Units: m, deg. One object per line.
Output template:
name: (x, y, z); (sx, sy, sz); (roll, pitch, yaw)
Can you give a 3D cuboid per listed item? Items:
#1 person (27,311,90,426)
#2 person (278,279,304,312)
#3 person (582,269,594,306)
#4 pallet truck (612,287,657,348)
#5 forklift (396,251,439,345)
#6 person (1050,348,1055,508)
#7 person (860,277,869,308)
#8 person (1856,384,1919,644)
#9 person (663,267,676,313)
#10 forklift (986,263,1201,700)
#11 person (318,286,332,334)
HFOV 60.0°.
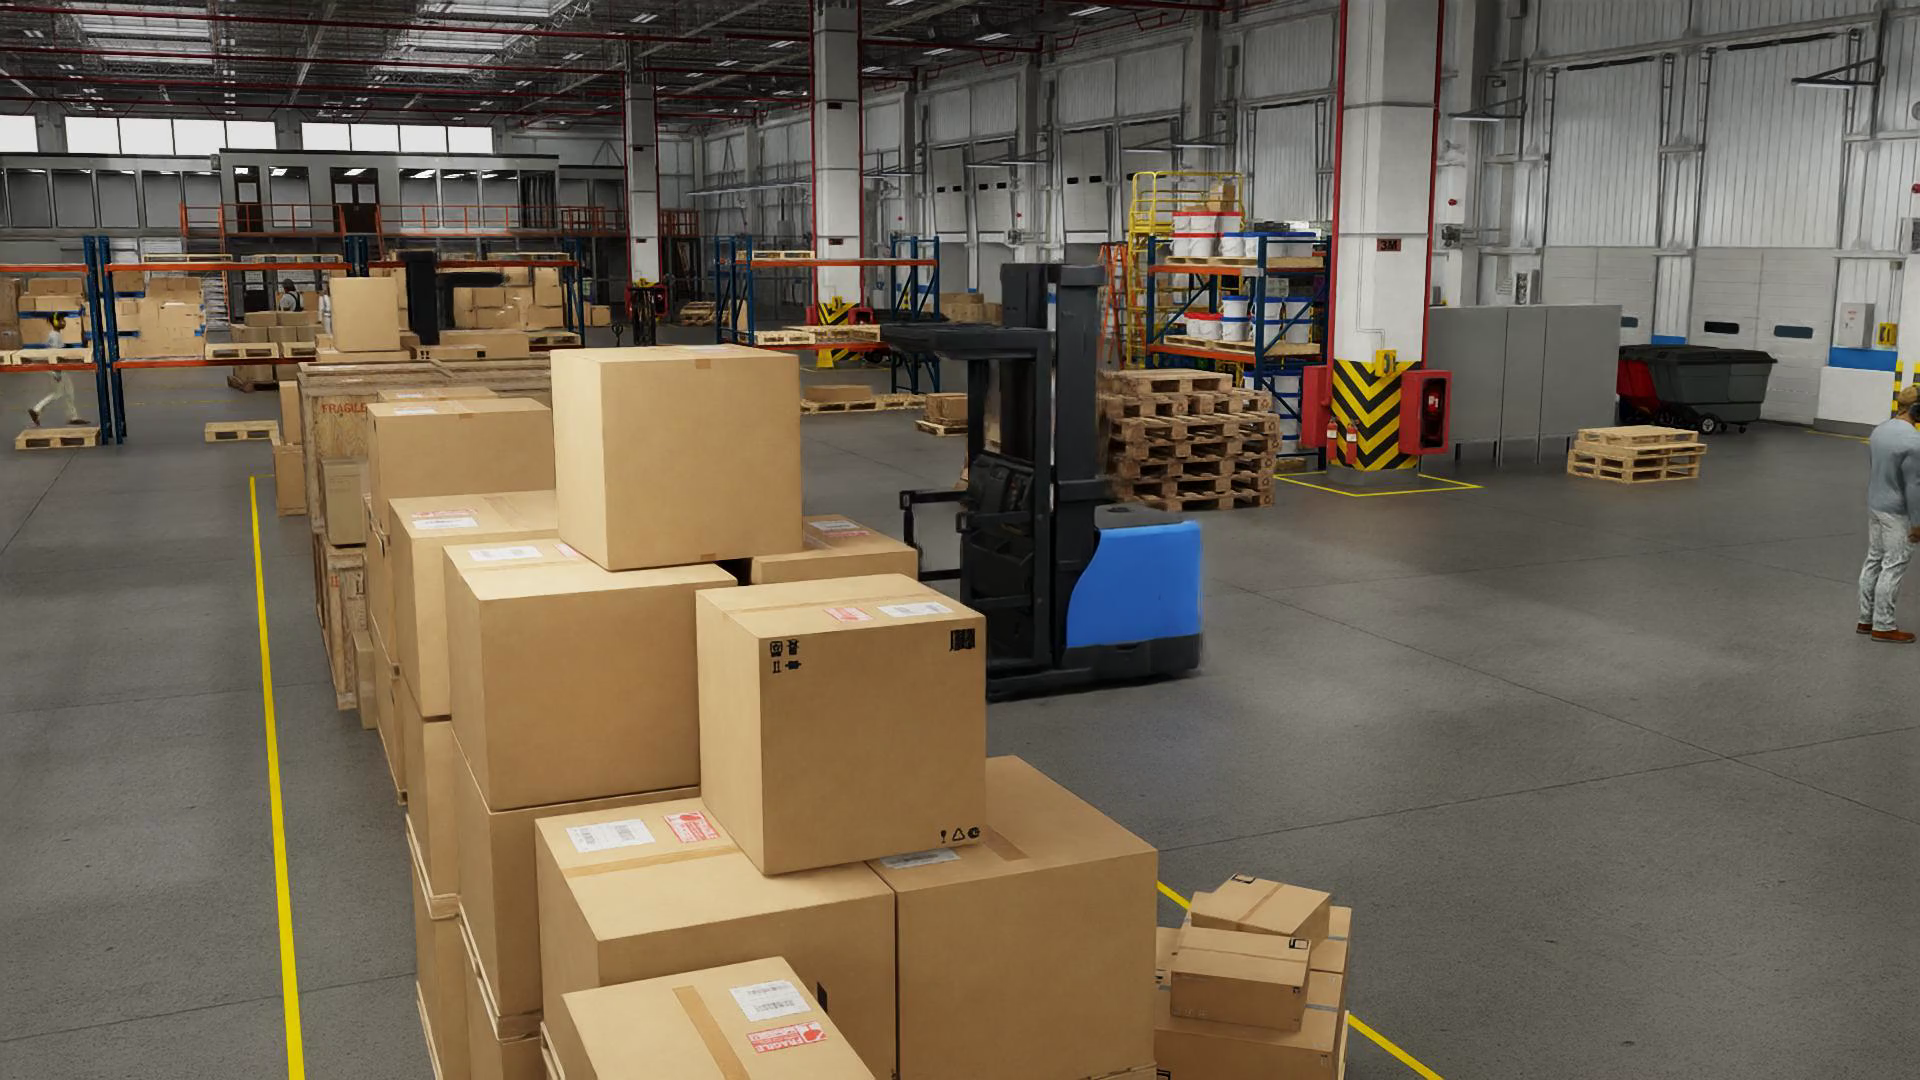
person: (-14.487, -2.728, 26.603); (0.802, 1.848, 0.520); (-5, 11, -24)
person: (-16.195, -5.295, 40.185); (0.539, 2.000, 0.689); (2, 11, 13)
person: (-13.265, -8.695, 59.304); (0.582, 1.911, 0.391); (7, 12, 32)
pallet truck: (-6.464, -4.406, 35.401); (0.823, 1.965, 1.885); (6, 12, 32)
forklift: (-7.288, -2.517, 22.558); (1.873, 2.768, 1.129); (-4, 11, -23)
person: (0.969, -0.988, 16.729); (0.353, 1.936, 0.635); (5, 12, 27)
person: (-3.013, -7.109, 50.745); (0.518, 1.845, 0.805); (1, 10, 5)
person: (6.963, -0.193, 12.384); (0.377, 1.931, 0.636); (0, 10, 1)
person: (-11.733, -10.097, 67.190); (0.508, 1.844, 0.336); (2, 11, 12)
forklift: (0.613, -0.466, 11.255); (1.873, 2.768, 1.129); (-4, 11, -23)
person: (-15.873, -5.514, 41.931); (0.655, 1.846, 0.671); (-6, 12, -31)
